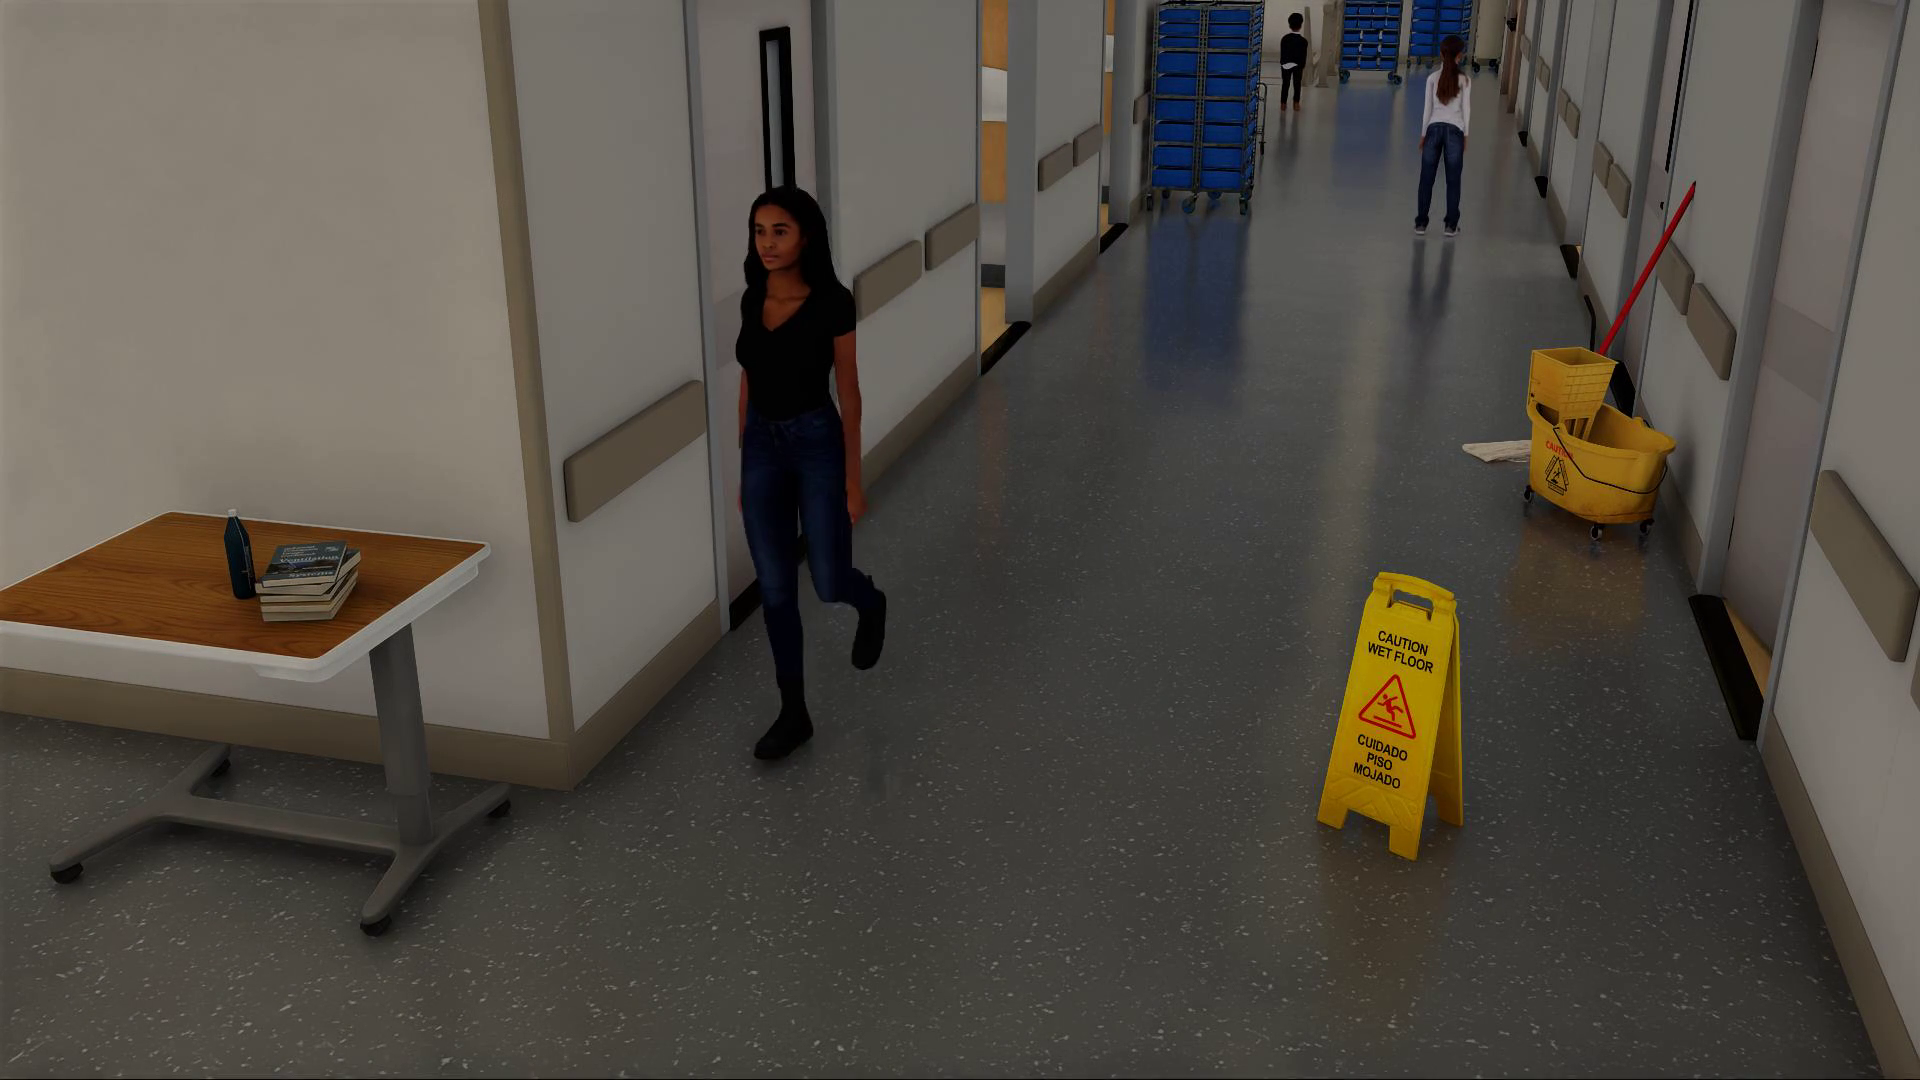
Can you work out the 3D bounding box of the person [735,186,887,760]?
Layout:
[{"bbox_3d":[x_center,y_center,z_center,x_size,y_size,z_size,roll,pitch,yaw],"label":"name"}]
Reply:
[{"bbox_3d":[-0.450,-0.215,5.094,0.664,1.721,0.977,9,23,23],"label":"person"}]

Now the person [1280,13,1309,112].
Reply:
[{"bbox_3d":[4.345,-6.244,21.716,0.497,1.223,0.473,6,22,16],"label":"person"}]

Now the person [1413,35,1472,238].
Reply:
[{"bbox_3d":[3.856,-3.224,13.270,0.552,1.557,0.534,8,22,20],"label":"person"}]
